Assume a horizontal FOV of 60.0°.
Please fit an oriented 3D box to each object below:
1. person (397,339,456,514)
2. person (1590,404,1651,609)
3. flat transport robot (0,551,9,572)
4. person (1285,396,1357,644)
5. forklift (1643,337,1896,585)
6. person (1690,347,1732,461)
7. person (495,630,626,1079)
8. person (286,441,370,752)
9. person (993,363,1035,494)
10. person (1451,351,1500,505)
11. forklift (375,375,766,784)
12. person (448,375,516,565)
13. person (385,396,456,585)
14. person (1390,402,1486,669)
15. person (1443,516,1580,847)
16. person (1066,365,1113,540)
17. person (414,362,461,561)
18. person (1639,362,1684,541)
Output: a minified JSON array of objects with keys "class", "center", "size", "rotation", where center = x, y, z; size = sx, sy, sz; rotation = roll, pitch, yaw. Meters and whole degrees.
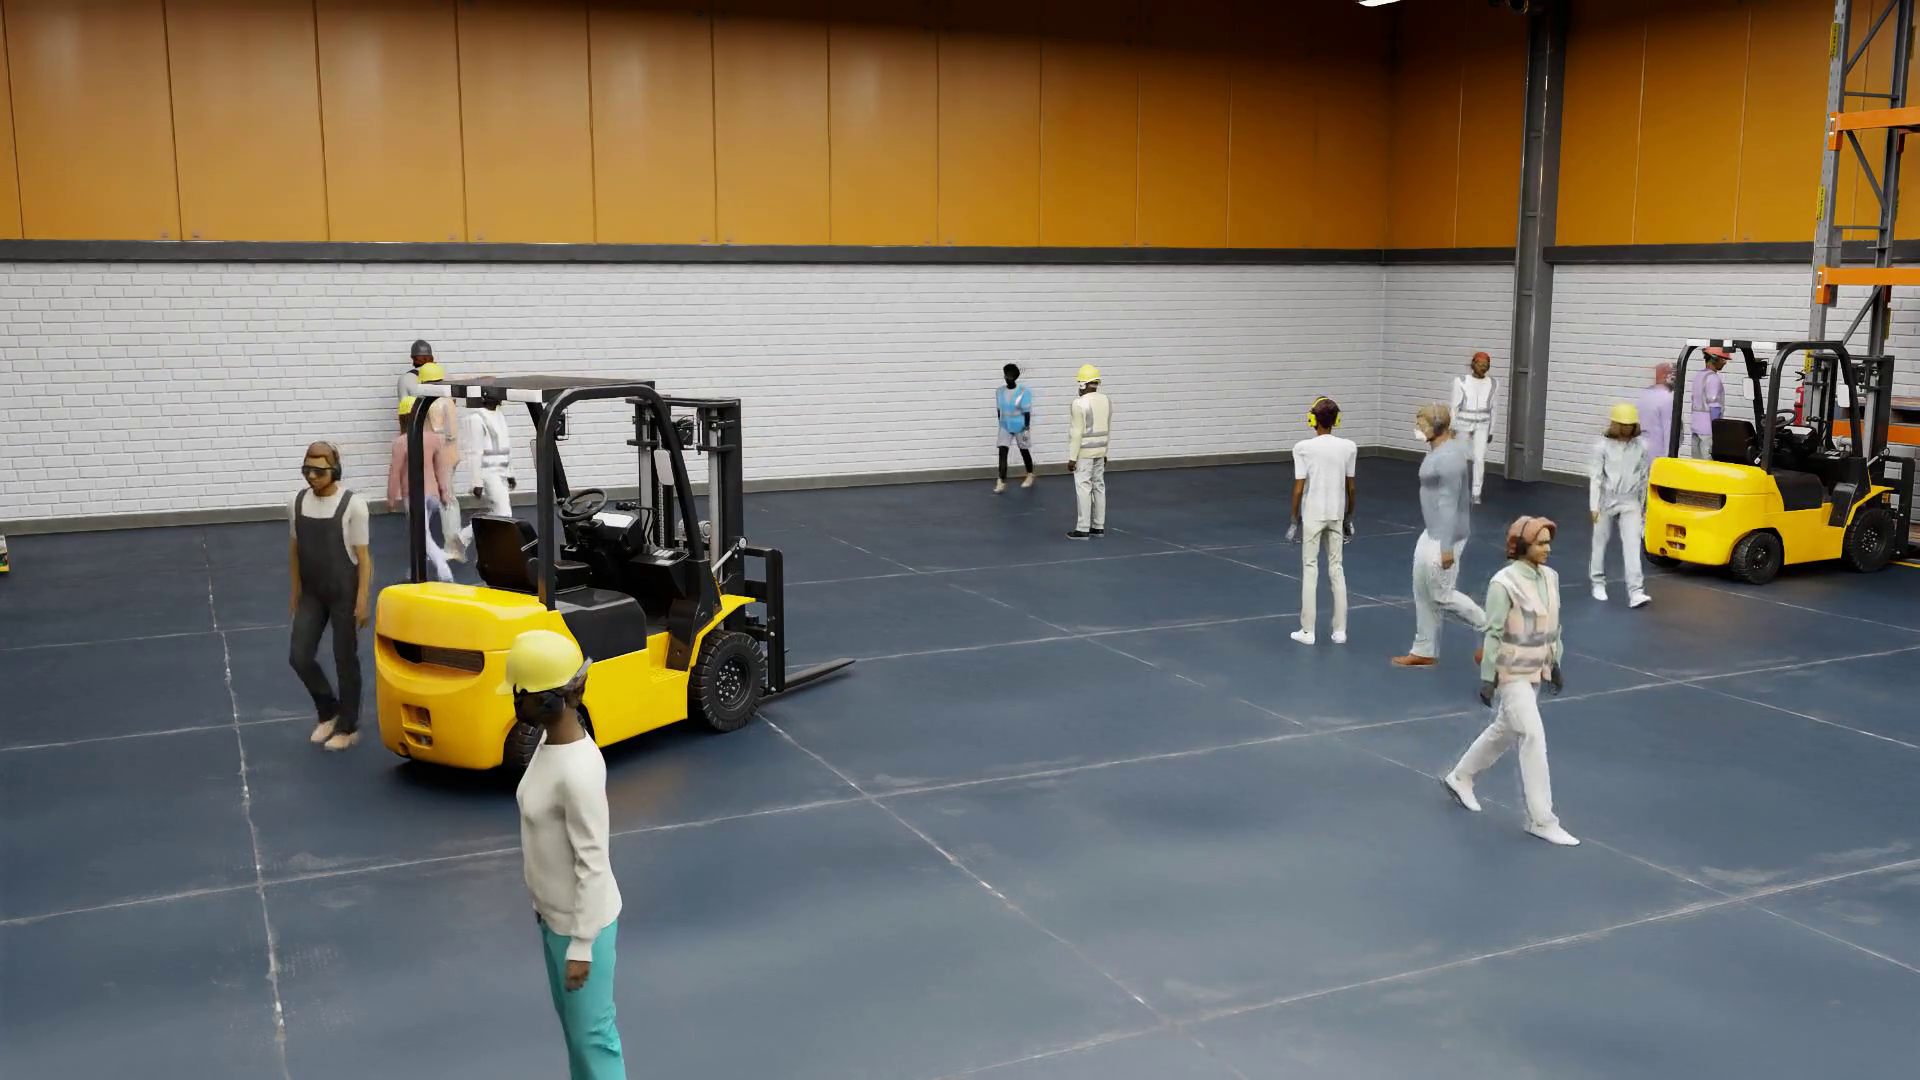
[{"class":"person","center":[-6.093,-1.262,18.912],"size":[0.686,2.000,0.535],"rotation":[-9,13,-44]},{"class":"person","center":[5.513,-0.283,13.888],"size":[0.509,1.690,0.901],"rotation":[0,9,1]},{"class":"flat transport robot","center":[-9.386,0.136,15.714],"size":[0.652,0.197,1.431],"rotation":[-5,11,-30]},{"class":"person","center":[2.710,-0.129,12.496],"size":[0.558,1.886,0.403],"rotation":[-1,9,-9]},{"class":"forklift","center":[7.551,-0.789,15.507],"size":[2.313,2.155,1.214],"rotation":[-4,10,-25]},{"class":"person","center":[8.457,-1.235,18.771],"size":[0.385,2.035,0.605],"rotation":[1,9,3]},{"class":"person","center":[-1.182,1.128,4.957],"size":[0.329,1.762,0.523],"rotation":[-4,10,-24]},{"class":"person","center":[-3.678,0.337,9.651],"size":[0.543,1.827,0.410],"rotation":[2,9,10]},{"class":"person","center":[0.715,-1.441,21.252],"size":[0.539,1.652,0.902],"rotation":[5,10,28]},{"class":"person","center":[6.254,-1.384,20.311],"size":[0.582,1.845,0.933],"rotation":[1,9,7]},{"class":"forklift","center":[-2.268,0.149,9.685],"size":[1.214,2.155,2.313],"rotation":[6,11,32]},{"class":"person","center":[-4.388,-0.604,15.391],"size":[0.743,1.857,0.581],"rotation":[1,9,6]},{"class":"person","center":[-4.673,-0.388,14.467],"size":[0.854,1.726,0.523],"rotation":[5,10,26]},{"class":"person","center":[3.448,-0.011,11.570],"size":[0.724,1.911,0.652],"rotation":[1,9,6]},{"class":"person","center":[2.776,0.657,8.355],"size":[0.524,1.606,0.829],"rotation":[-7,12,-39]},{"class":"person","center":[1.336,-0.916,17.412],"size":[0.404,1.832,0.600],"rotation":[9,13,43]},{"class":"person","center":[-5.054,-0.756,16.132],"size":[0.388,1.923,0.593],"rotation":[-1,9,-6]},{"class":"person","center":[7.082,-0.846,16.775],"size":[0.512,1.894,0.704],"rotation":[0,9,1]}]
